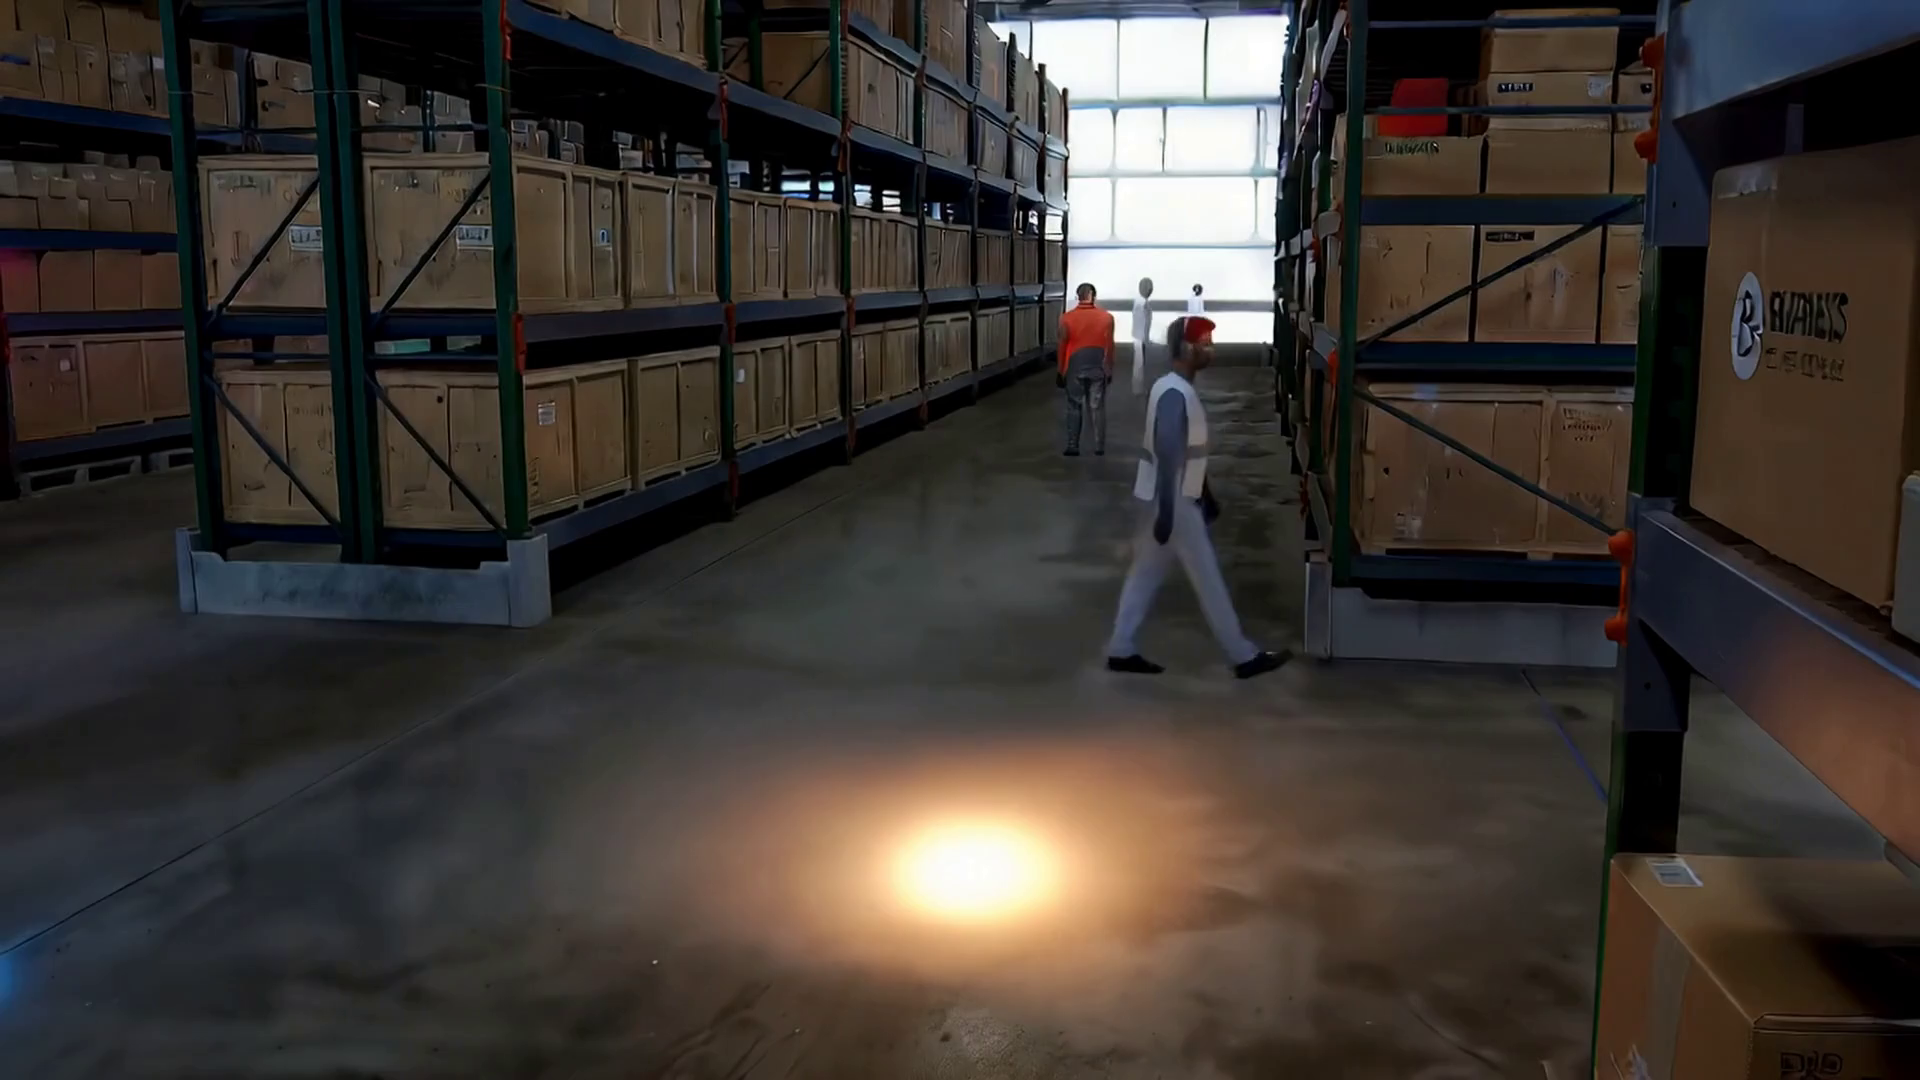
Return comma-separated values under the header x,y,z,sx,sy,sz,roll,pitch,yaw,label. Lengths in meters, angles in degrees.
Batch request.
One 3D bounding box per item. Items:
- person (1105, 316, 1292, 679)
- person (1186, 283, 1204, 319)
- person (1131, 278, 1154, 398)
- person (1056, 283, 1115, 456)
x,y,z,sx,sy,sz,roll,pitch,yaw,label
1.166,-0.196,8.236,0.953,1.795,0.594,1,9,8,person
5.866,-5.488,41.249,0.337,1.742,0.561,-7,11,-36,person
2.935,-3.253,26.822,0.364,1.932,0.632,1,9,9,person
1.373,-1.873,18.317,0.653,1.906,0.405,-2,9,-12,person
